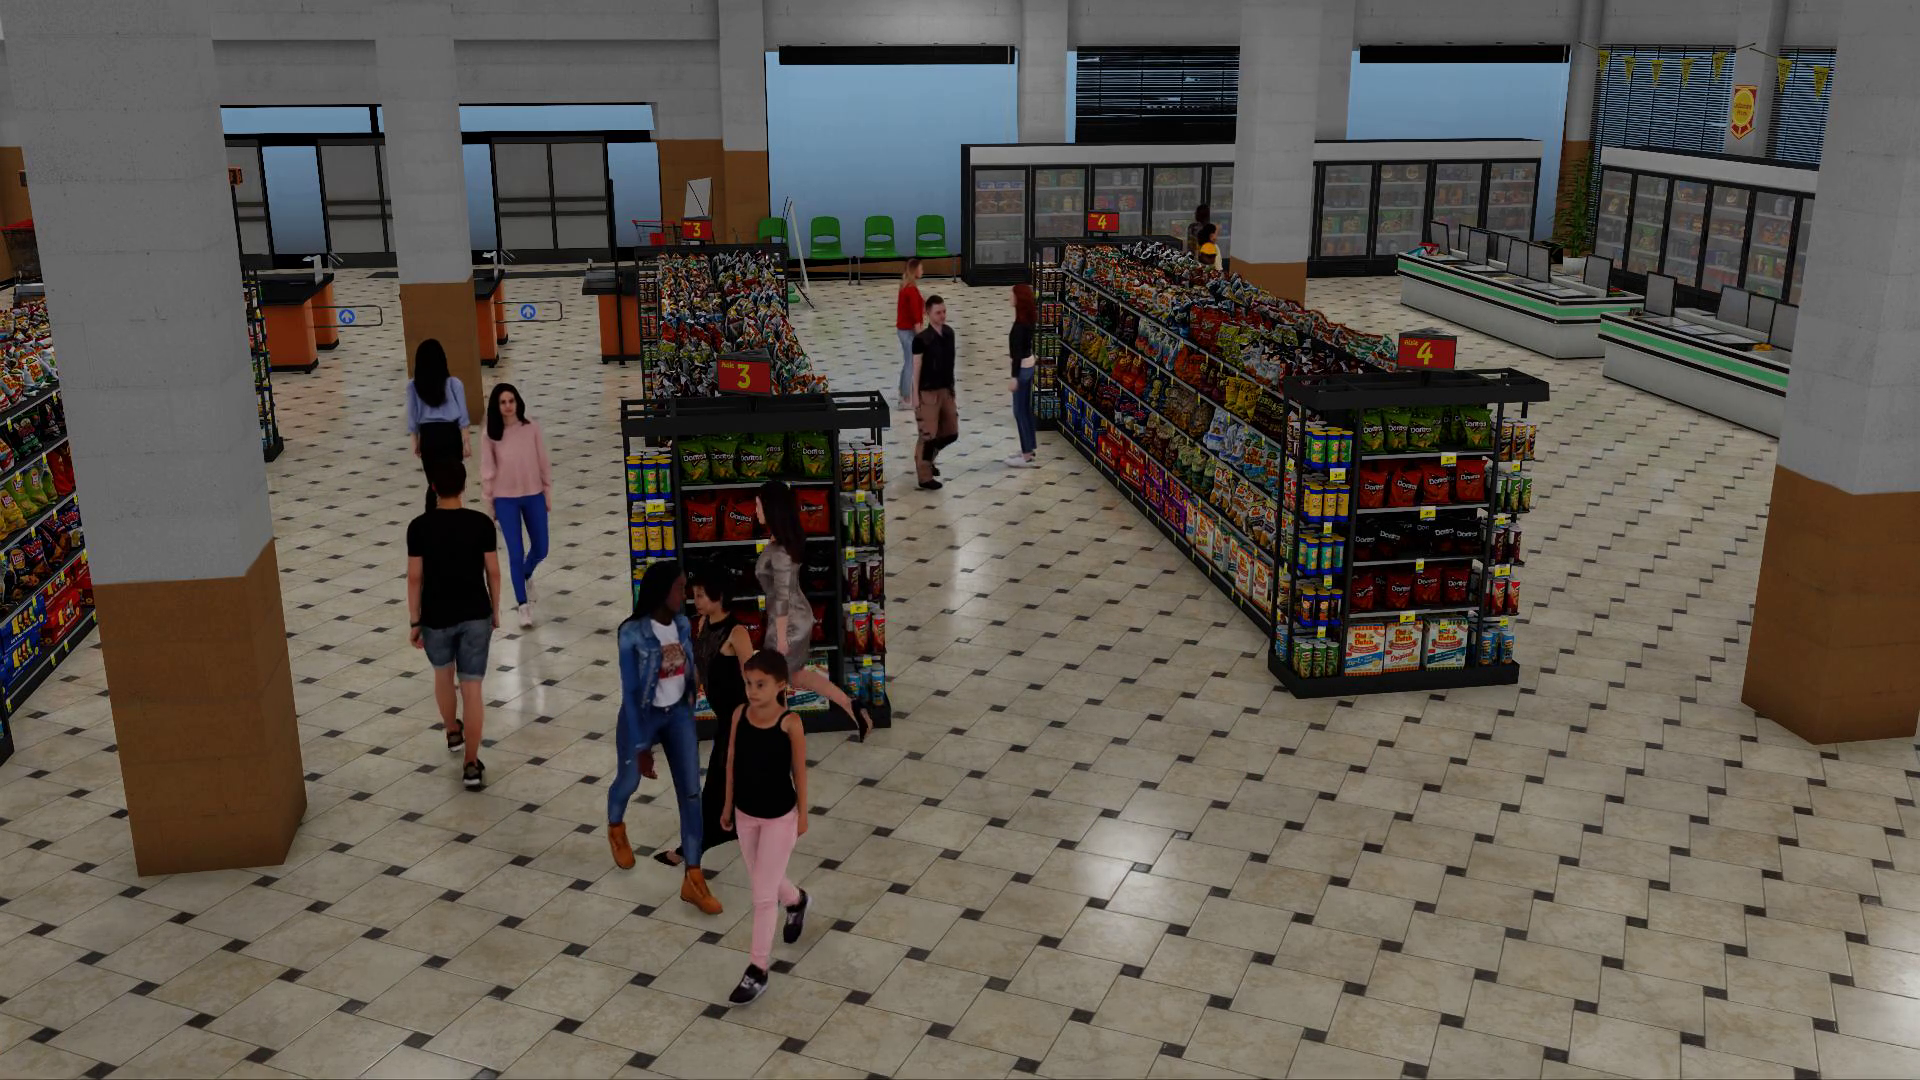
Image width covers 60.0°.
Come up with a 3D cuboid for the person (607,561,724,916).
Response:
[{"bbox_3d":[-1.541,0.925,8.083,1.004,1.667,1.231,-14,22,-39],"label":"person"}]

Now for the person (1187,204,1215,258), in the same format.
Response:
[{"bbox_3d":[3.537,-4.078,24.480,0.598,1.713,0.595,-1,17,-2],"label":"person"}]

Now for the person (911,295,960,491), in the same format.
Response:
[{"bbox_3d":[-0.296,-1.378,15.405,0.964,1.819,0.903,14,22,39],"label":"person"}]

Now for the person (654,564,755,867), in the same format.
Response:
[{"bbox_3d":[-1.070,0.881,8.419,0.899,1.557,1.065,-11,20,-31],"label":"person"}]

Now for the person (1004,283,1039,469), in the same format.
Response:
[{"bbox_3d":[0.616,-1.609,16.231,0.708,1.782,0.585,4,17,13],"label":"person"}]

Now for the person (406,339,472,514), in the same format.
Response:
[{"bbox_3d":[-4.209,-0.728,13.441,0.655,1.718,1.009,-3,17,-10],"label":"person"}]

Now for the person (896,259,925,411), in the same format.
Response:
[{"bbox_3d":[-0.593,-2.315,18.698,0.725,1.700,0.518,-6,18,-18],"label":"person"}]

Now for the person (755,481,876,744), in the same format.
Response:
[{"bbox_3d":[-0.886,0.515,9.335,0.823,1.725,0.960,2,17,6],"label":"person"}]

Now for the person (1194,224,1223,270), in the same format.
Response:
[{"bbox_3d":[3.376,-3.493,22.694,0.778,1.632,0.644,-11,20,-32],"label":"person"}]

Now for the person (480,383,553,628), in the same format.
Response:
[{"bbox_3d":[-3.163,-0.271,11.876,0.760,1.753,0.859,-7,18,-23],"label":"person"}]

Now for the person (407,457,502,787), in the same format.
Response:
[{"bbox_3d":[-2.818,0.485,9.287,0.722,1.809,1.048,-5,18,-16],"label":"person"}]

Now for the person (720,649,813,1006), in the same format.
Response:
[{"bbox_3d":[-0.834,1.203,7.388,0.893,1.539,1.063,8,19,24],"label":"person"}]
